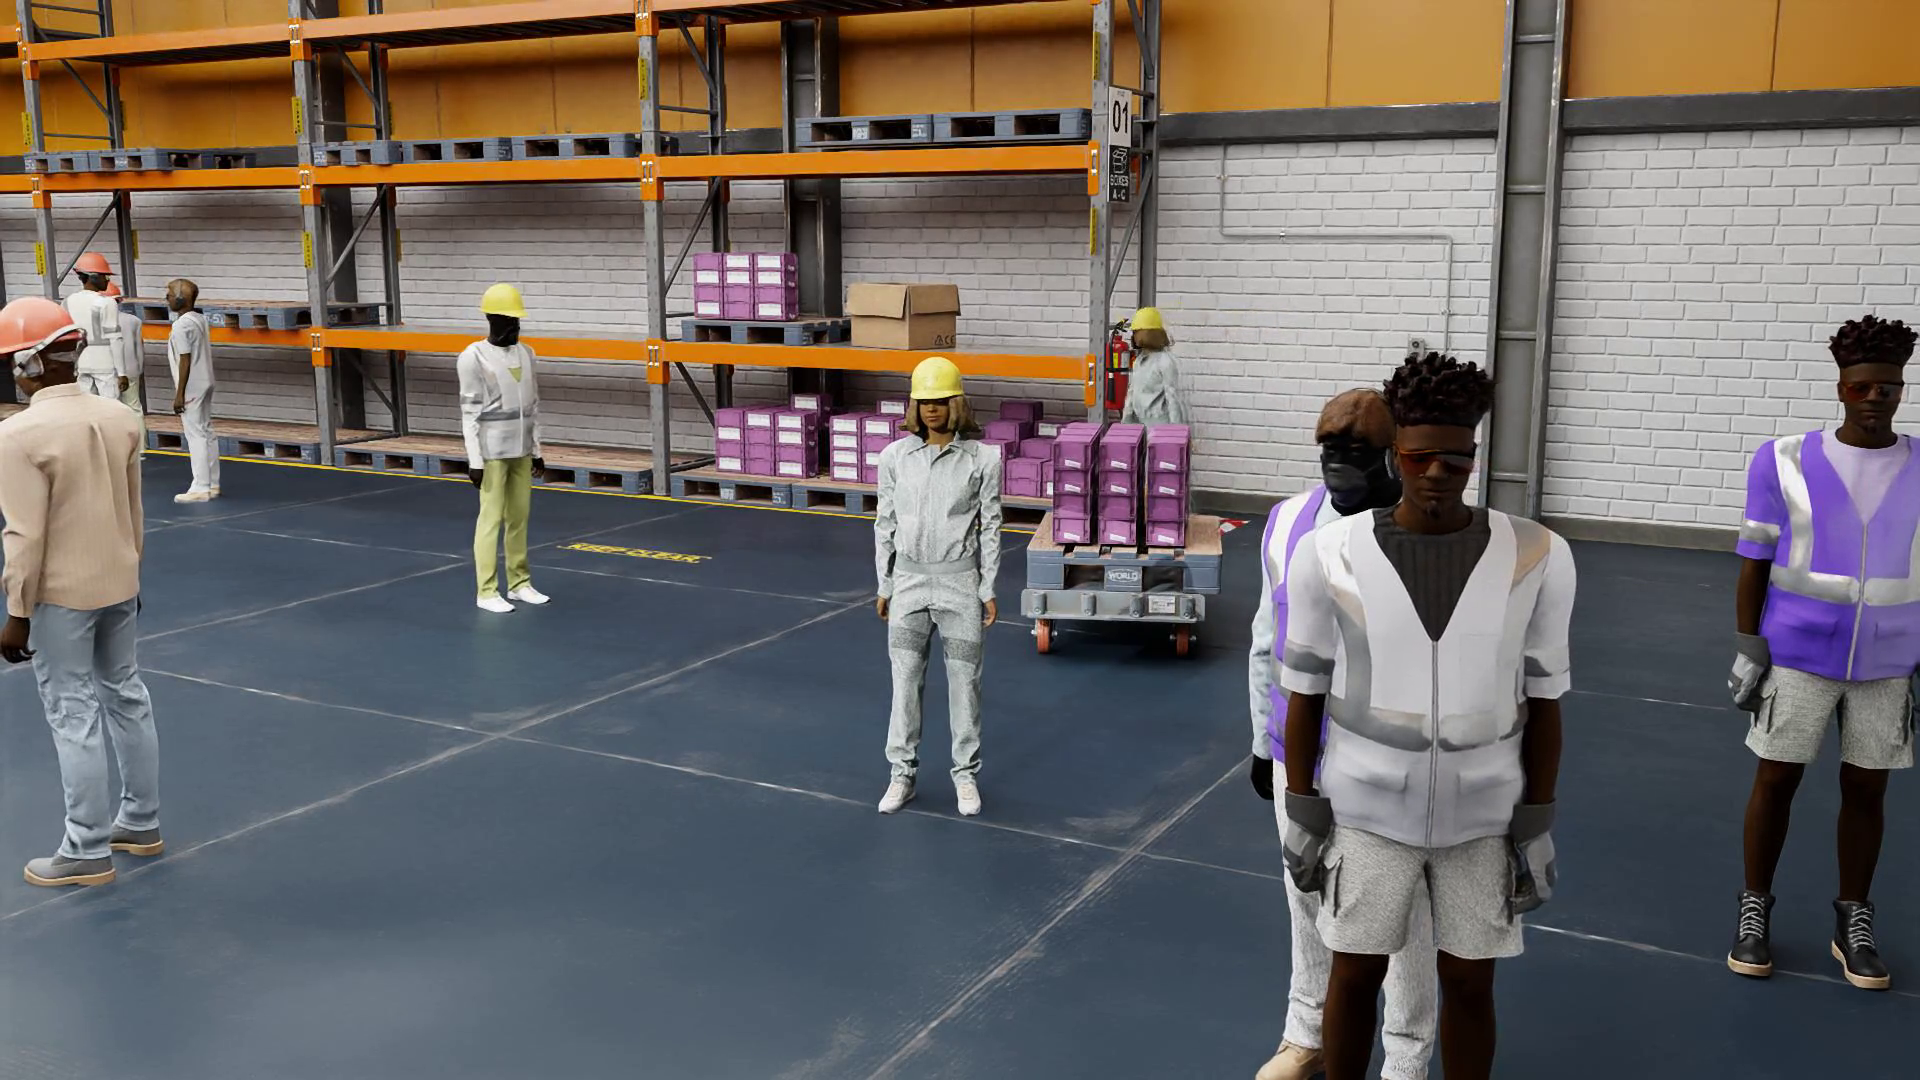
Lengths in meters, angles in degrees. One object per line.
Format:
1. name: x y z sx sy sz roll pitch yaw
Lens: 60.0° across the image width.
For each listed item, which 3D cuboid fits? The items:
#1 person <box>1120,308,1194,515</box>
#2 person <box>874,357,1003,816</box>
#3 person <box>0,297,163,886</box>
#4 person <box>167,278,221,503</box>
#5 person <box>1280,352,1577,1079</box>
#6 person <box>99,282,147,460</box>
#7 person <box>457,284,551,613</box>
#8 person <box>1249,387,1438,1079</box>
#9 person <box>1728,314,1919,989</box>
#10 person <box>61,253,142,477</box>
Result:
1. person: 1.314 -0.735 11.422 0.888 1.698 0.503 -4 11 -20
2. person: -0.086 0.182 6.286 0.484 1.745 0.297 1 10 7
3. person: -3.012 0.178 5.647 0.388 1.987 0.608 2 11 11
4. person: -6.357 -1.231 13.758 0.345 1.847 0.508 -1 10 -3
5. person: 0.987 0.573 3.583 0.599 1.958 0.398 2 10 9
6. person: -8.213 -1.632 16.195 0.321 1.756 0.562 6 12 28
7. person: -2.653 -0.535 9.751 0.399 1.918 0.587 5 12 26
8. person: 0.974 0.538 4.103 0.628 1.835 0.430 9 14 42
9. person: 2.577 0.331 4.861 0.603 1.967 0.366 3 11 16
10. person: -7.712 -1.542 14.923 0.616 2.040 0.376 4 11 19
